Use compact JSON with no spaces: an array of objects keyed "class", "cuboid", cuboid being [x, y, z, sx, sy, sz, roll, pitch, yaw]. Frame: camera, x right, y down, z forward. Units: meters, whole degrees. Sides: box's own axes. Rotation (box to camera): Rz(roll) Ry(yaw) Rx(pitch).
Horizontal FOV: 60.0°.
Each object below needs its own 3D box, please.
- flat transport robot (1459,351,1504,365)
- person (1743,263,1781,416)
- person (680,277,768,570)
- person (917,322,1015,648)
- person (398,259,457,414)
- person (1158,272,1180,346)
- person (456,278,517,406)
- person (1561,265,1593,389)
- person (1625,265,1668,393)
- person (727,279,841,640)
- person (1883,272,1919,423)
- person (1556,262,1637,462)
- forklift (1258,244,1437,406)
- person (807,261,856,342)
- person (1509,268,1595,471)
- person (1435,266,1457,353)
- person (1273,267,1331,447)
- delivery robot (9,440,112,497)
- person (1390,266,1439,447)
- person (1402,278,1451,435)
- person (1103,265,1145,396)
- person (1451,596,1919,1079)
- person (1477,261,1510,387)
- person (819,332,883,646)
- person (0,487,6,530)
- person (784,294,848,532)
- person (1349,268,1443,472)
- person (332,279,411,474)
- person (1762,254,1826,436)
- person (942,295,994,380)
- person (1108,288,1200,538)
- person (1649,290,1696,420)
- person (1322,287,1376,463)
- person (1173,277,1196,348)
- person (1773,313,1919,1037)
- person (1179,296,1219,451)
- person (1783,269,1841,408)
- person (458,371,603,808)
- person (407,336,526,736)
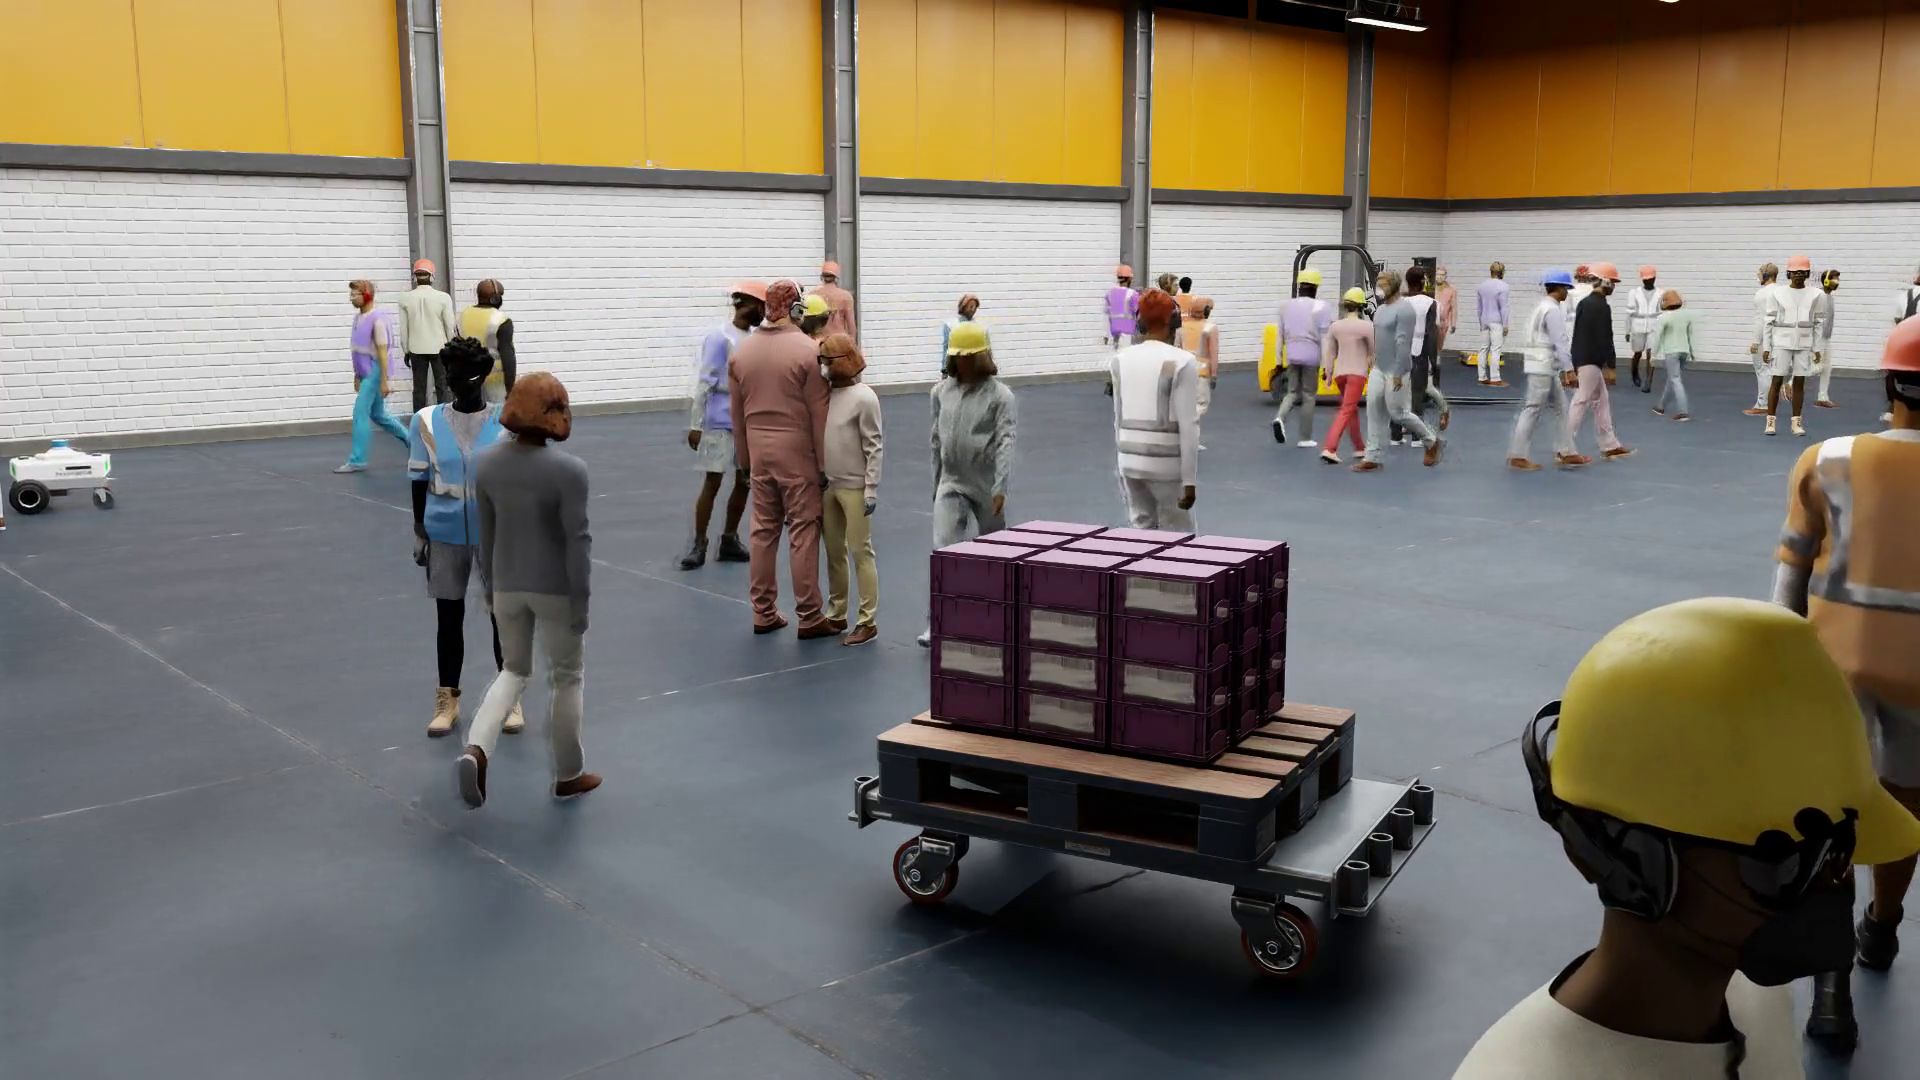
[{"class":"flat transport robot","cuboid":[9.741,-3.409,31.074,0.652,0.197,1.431,2,10,10]},{"class":"person","cuboid":[10.215,-2.532,21.066,0.635,1.936,0.355,-8,13,-39]},{"class":"person","cuboid":[-1.526,-0.752,10.809,0.454,1.884,0.734,6,11,32]},{"class":"person","cuboid":[0.054,-0.294,8.690,0.486,1.682,0.932,4,10,20]},{"class":"person","cuboid":[-5.862,-2.098,18.366,0.609,1.993,0.382,-1,10,-6]},{"class":"person","cuboid":[2.363,-2.202,19.444,0.474,1.833,0.541,0,10,-1]},{"class":"person","cuboid":[-4.235,-1.422,14.895,0.634,1.826,0.712,5,11,26]},{"class":"person","cuboid":[9.421,-3.227,25.294,0.575,1.882,0.361,3,10,19]},{"class":"person","cuboid":[10.274,-3.166,24.888,0.583,1.906,0.749,4,10,22]},{"class":"person","cuboid":[-0.907,-0.425,8.831,0.639,1.905,0.407,6,11,30]},{"class":"person","cuboid":[11.531,-2.389,19.928,1.055,2.000,0.686,-2,10,-10]},{"class":"person","cuboid":[6.311,-1.722,16.275,0.945,1.944,0.665,0,10,2]},{"class":"forklift","cuboid":[5.256,-2.933,22.661,2.313,2.155,1.214,3,10,16]},{"class":"person","cuboid":[-1.619,-2.503,20.812,0.627,1.970,0.813,2,10,10]},{"class":"person","cuboid":[5.622,-1.578,15.587,0.897,1.899,0.653,3,10,15]},{"class":"person","cuboid":[8.103,-3.723,28.305,0.652,1.859,1.015,1,10,5]},{"class":"person","cuboid":[3.582,-1.909,17.521,0.595,1.911,0.612,8,12,38]},{"class":"delivery robot","cuboid":[-7.174,-0.559,13.280,0.707,0.478,0.477,-5,11,-27]},{"class":"person","cuboid":[4.806,-1.949,17.708,0.391,1.920,0.593,-9,13,-44]},{"class":"person","cuboid":[5.310,-2.116,18.934,0.828,1.835,0.573,-8,12,-37]},{"class":"person","cuboid":[2.384,-3.046,24.248,0.546,1.888,1.012,9,13,41]},{"class":"person","cuboid":[0.556,0.914,1.392,0.523,1.769,0.322,-10,14,-44]},{"class":"person","cuboid":[8.270,-3.336,25.770,0.372,1.940,0.629,-4,11,-24]},{"class":"person","cuboid":[-0.613,-0.266,8.689,0.507,1.631,0.275,9,14,44]},{"class":"person","cuboid":[-7.197,-0.957,12.048,0.312,1.867,0.538,-2,10,-14]},{"class":"person","cuboid":[-1.135,-0.918,12.181,0.824,1.729,0.552,1,10,8]},{"class":"person","cuboid":[4.102,-1.576,15.550,0.822,1.915,0.629,-3,10,-17]},{"class":"person","cuboid":[-5.503,-1.548,15.678,0.879,1.815,0.577,-7,12,-37]},{"class":"person","cuboid":[9.380,-2.187,18.736,0.613,2.043,0.374,3,10,15]},{"class":"person","cuboid":[0.108,-1.750,17.424,0.541,1.602,0.705,-4,11,-24]},{"class":"person","cuboid":[0.990,-0.354,8.544,0.580,1.862,0.460,9,13,44]},{"class":"person","cuboid":[8.823,-2.301,20.708,0.521,1.580,0.871,-3,10,-19]},{"class":"person","cuboid":[3.840,-1.619,16.373,0.925,1.723,0.518,-8,12,-38]},{"class":"person","cuboid":[3.630,-3.405,26.912,0.529,1.691,0.321,4,10,21]},{"class":"person","cuboid":[2.439,0.342,4.390,0.558,1.899,0.977,5,11,26]},{"class":"person","cuboid":[2.365,-1.681,17.034,0.593,1.617,0.528,-8,13,-40]},{"class":"person","cuboid":[11.475,-2.691,22.265,0.530,1.849,0.634,-8,12,-39]},{"class":"person","cuboid":[-1.572,0.197,6.033,0.508,1.611,0.586,3,10,20]},{"class":"person","cuboid":[-2.057,-0.013,7.035,0.531,1.692,0.320,-1,10,-7]}]
